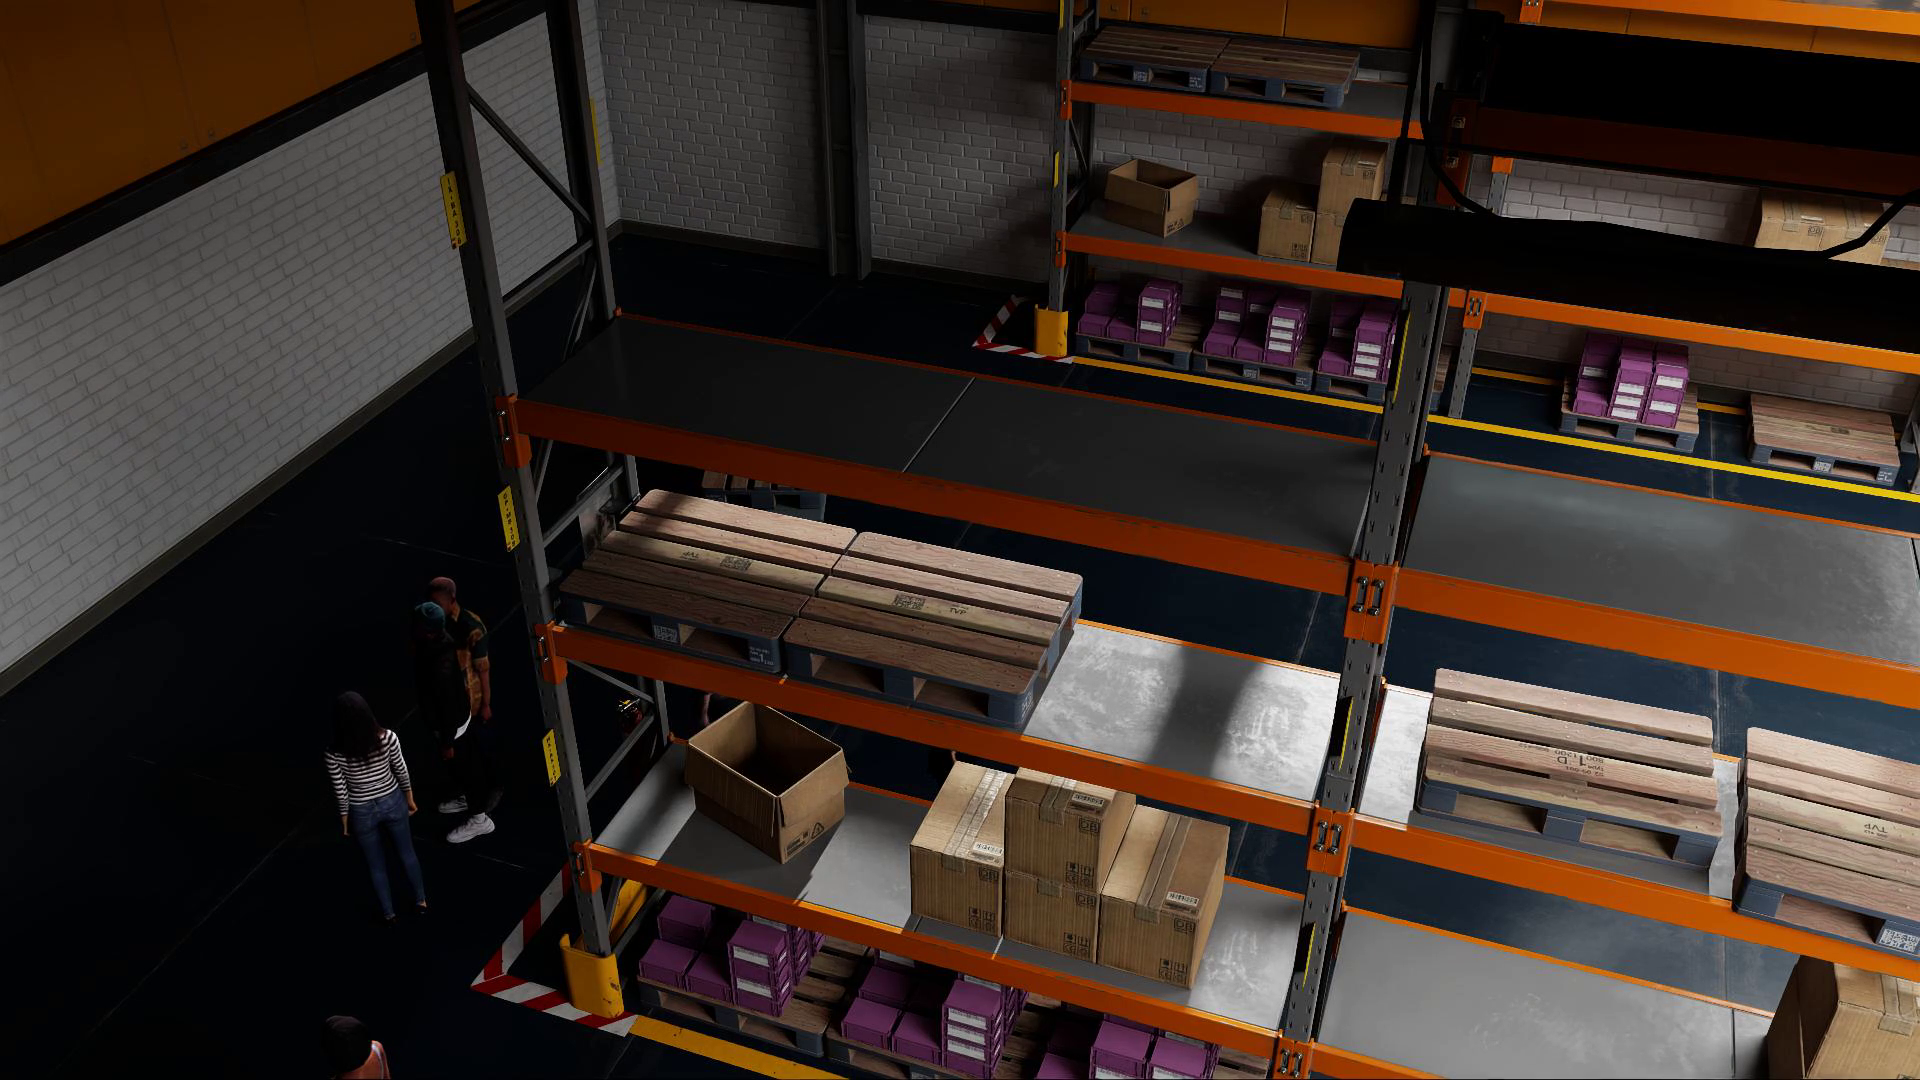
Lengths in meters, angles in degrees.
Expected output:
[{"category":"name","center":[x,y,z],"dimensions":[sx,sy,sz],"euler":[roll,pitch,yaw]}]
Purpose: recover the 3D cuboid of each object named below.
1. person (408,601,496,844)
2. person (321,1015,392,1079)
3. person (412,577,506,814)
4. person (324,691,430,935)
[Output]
[{"category":"person","center":[-3.295,1.144,10.715],"dimensions":[0.806,1.818,0.759],"euler":[-12,36,-18]},{"category":"person","center":[-2.872,2.932,8.135],"dimensions":[0.501,1.695,0.580],"euler":[13,36,18]},{"category":"person","center":[-3.287,0.995,10.947],"dimensions":[0.590,1.807,0.757],"euler":[10,35,14]},{"category":"person","center":[-3.499,1.642,9.985],"dimensions":[0.653,1.796,0.689],"euler":[-18,38,-25]}]
